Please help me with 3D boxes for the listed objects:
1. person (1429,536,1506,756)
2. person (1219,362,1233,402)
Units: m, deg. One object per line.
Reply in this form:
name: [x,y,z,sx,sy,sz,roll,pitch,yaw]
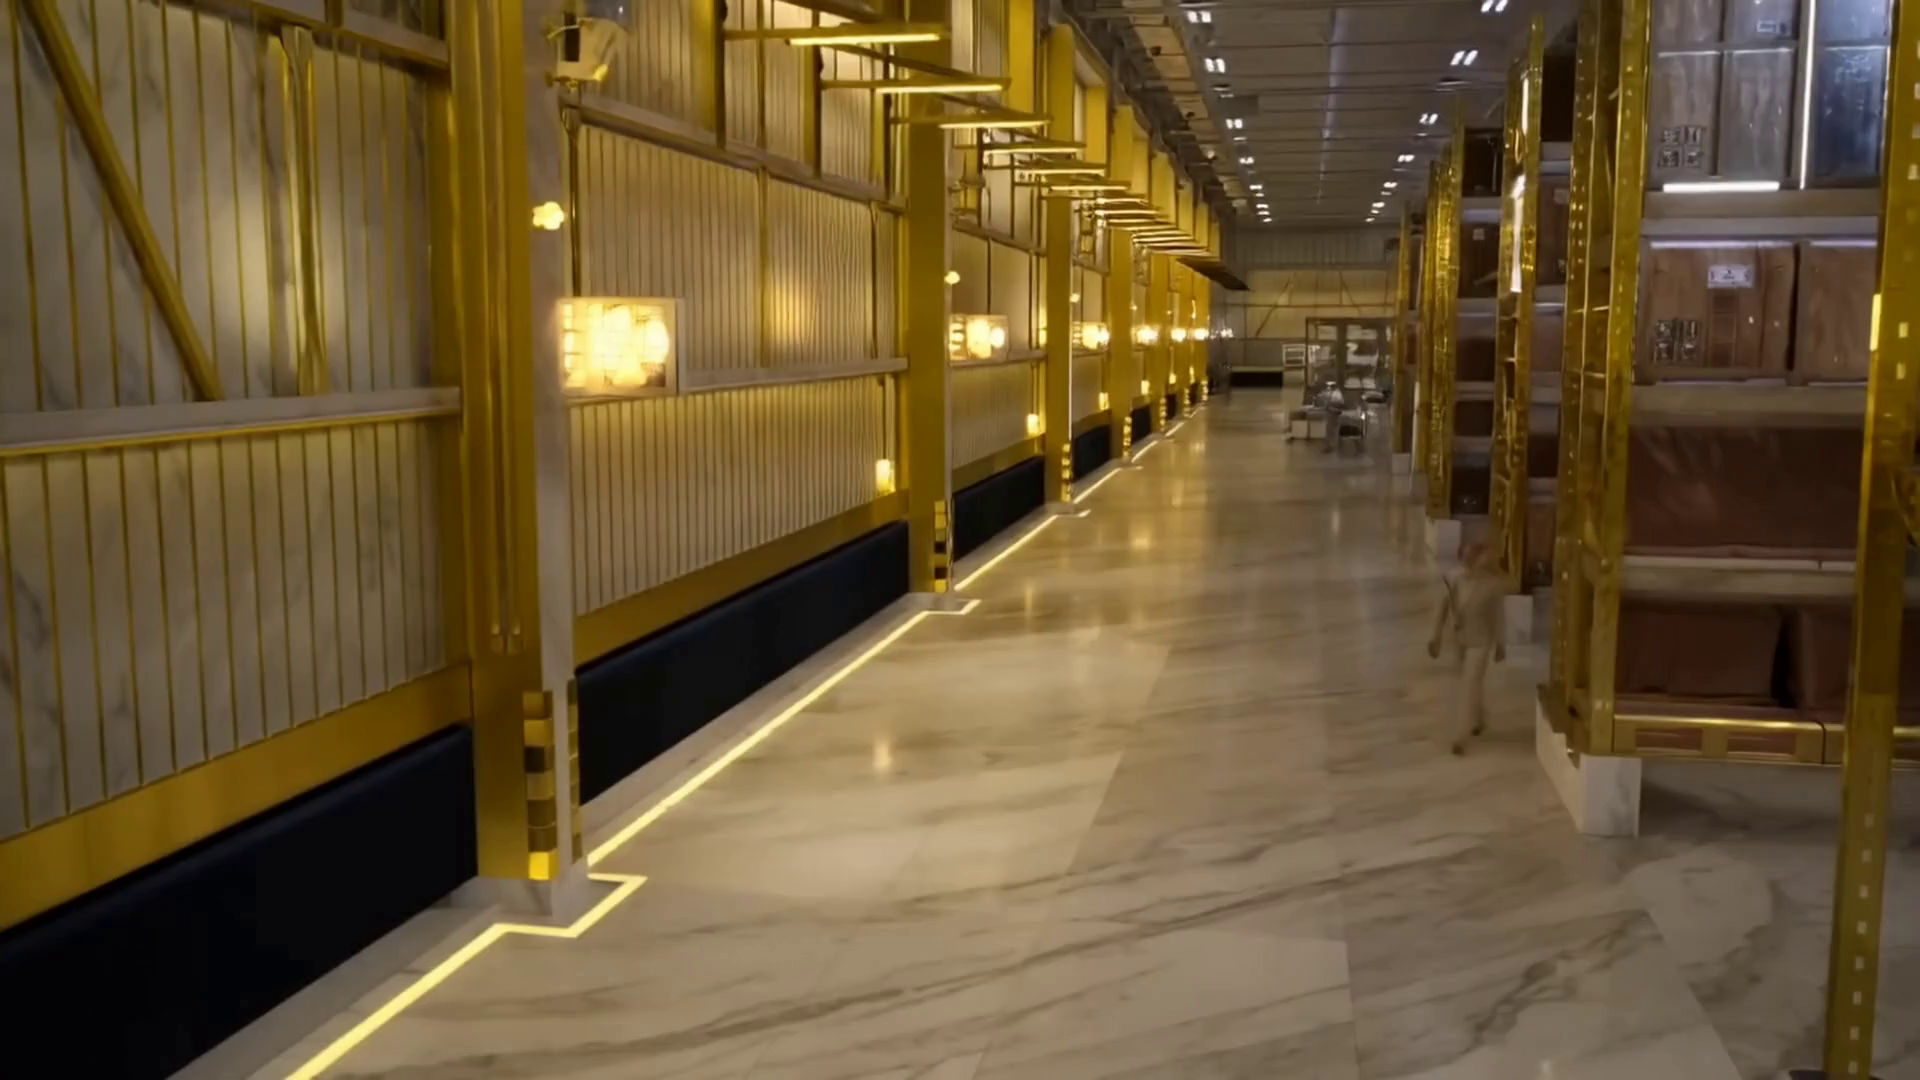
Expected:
person: [3.815,0.754,12.436,0.528,1.609,0.795,5,9,34]
person: [11.883,-7.058,74.293,0.597,1.770,0.941,0,7,-2]
